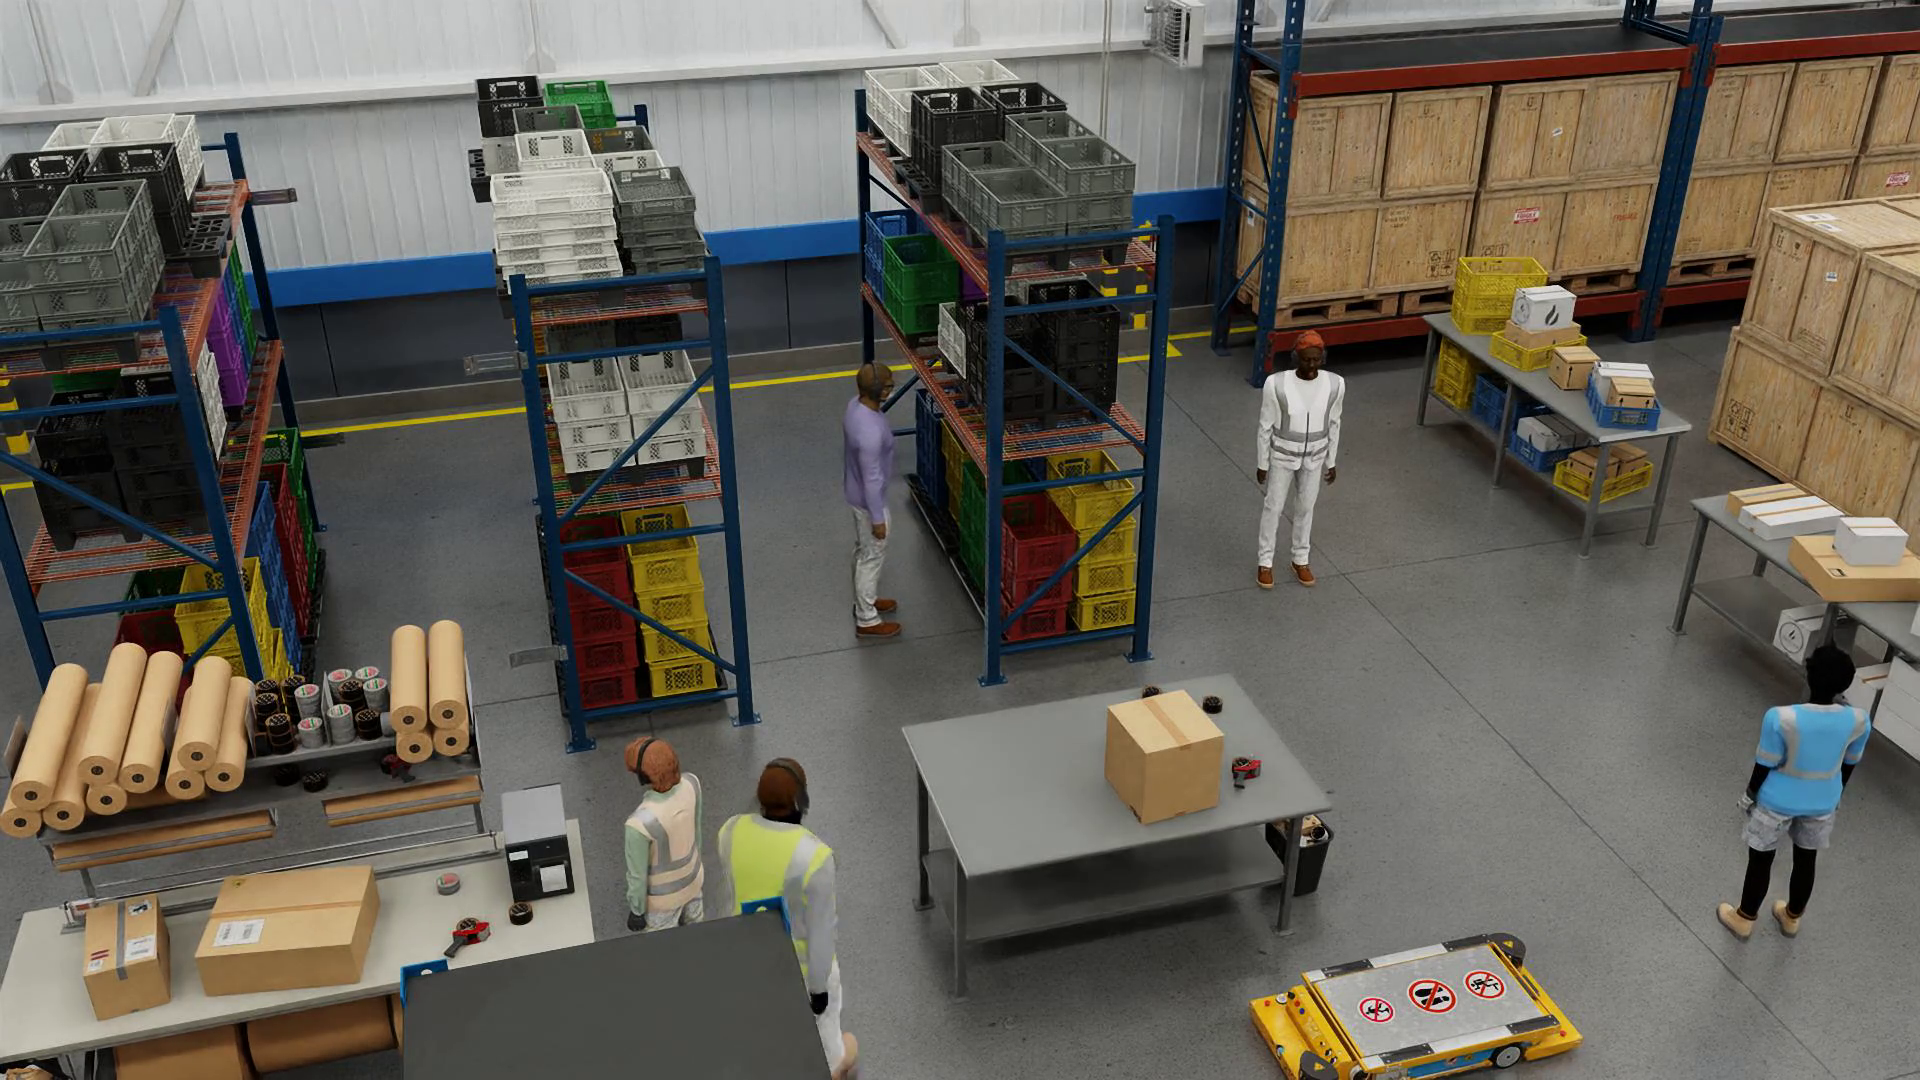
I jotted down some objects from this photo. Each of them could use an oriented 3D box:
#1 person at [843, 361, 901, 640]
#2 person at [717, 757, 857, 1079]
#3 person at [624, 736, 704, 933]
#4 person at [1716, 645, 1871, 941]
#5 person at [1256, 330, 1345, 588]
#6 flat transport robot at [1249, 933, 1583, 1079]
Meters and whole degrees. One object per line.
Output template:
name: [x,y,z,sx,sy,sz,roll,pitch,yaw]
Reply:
person: [-0.587,-0.268,10.911,0.358,1.933,0.635,-4,29,-7]
person: [-0.756,1.782,7.334,0.641,1.782,0.840,16,32,26]
person: [-1.361,1.623,7.776,0.324,1.631,0.519,13,31,22]
person: [4.173,1.283,8.326,0.537,1.695,0.320,0,29,0]
person: [2.323,-0.547,11.467,0.579,1.883,0.352,-3,29,-6]
flat transport robot: [2.184,2.282,7.980,1.431,0.197,0.652,-8,30,-14]
